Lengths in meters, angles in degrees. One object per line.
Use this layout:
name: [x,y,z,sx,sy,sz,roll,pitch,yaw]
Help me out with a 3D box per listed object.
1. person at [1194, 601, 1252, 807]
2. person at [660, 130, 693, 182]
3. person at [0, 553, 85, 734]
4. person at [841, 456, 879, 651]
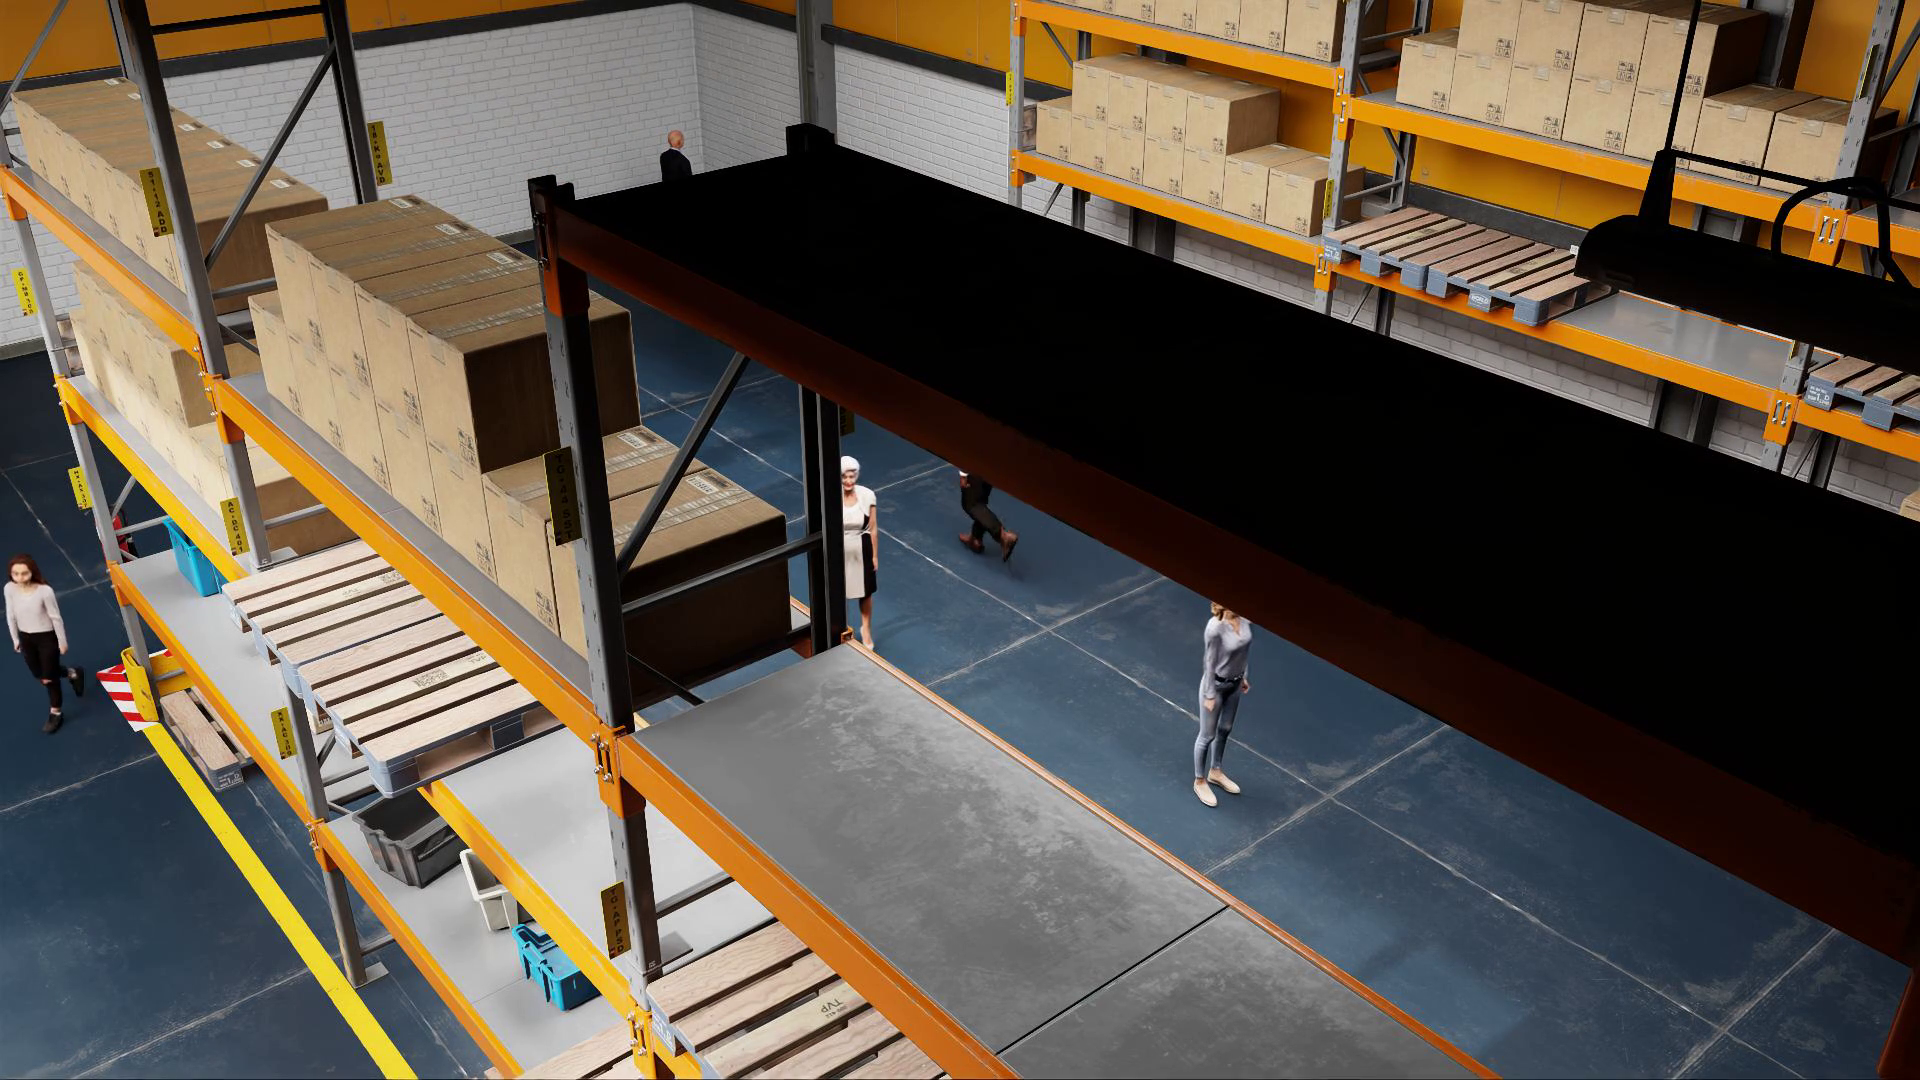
person: [1.838,1.027,11.673,0.580,1.796,0.499,-22,35,-34]
person: [-3.655,-4.450,21.711,0.614,1.800,0.791,19,34,30]
person: [-6.933,0.713,12.588,0.841,1.471,0.918,1,29,2]
person: [-0.883,0.116,13.391,0.689,1.751,0.718,-2,29,-3]
